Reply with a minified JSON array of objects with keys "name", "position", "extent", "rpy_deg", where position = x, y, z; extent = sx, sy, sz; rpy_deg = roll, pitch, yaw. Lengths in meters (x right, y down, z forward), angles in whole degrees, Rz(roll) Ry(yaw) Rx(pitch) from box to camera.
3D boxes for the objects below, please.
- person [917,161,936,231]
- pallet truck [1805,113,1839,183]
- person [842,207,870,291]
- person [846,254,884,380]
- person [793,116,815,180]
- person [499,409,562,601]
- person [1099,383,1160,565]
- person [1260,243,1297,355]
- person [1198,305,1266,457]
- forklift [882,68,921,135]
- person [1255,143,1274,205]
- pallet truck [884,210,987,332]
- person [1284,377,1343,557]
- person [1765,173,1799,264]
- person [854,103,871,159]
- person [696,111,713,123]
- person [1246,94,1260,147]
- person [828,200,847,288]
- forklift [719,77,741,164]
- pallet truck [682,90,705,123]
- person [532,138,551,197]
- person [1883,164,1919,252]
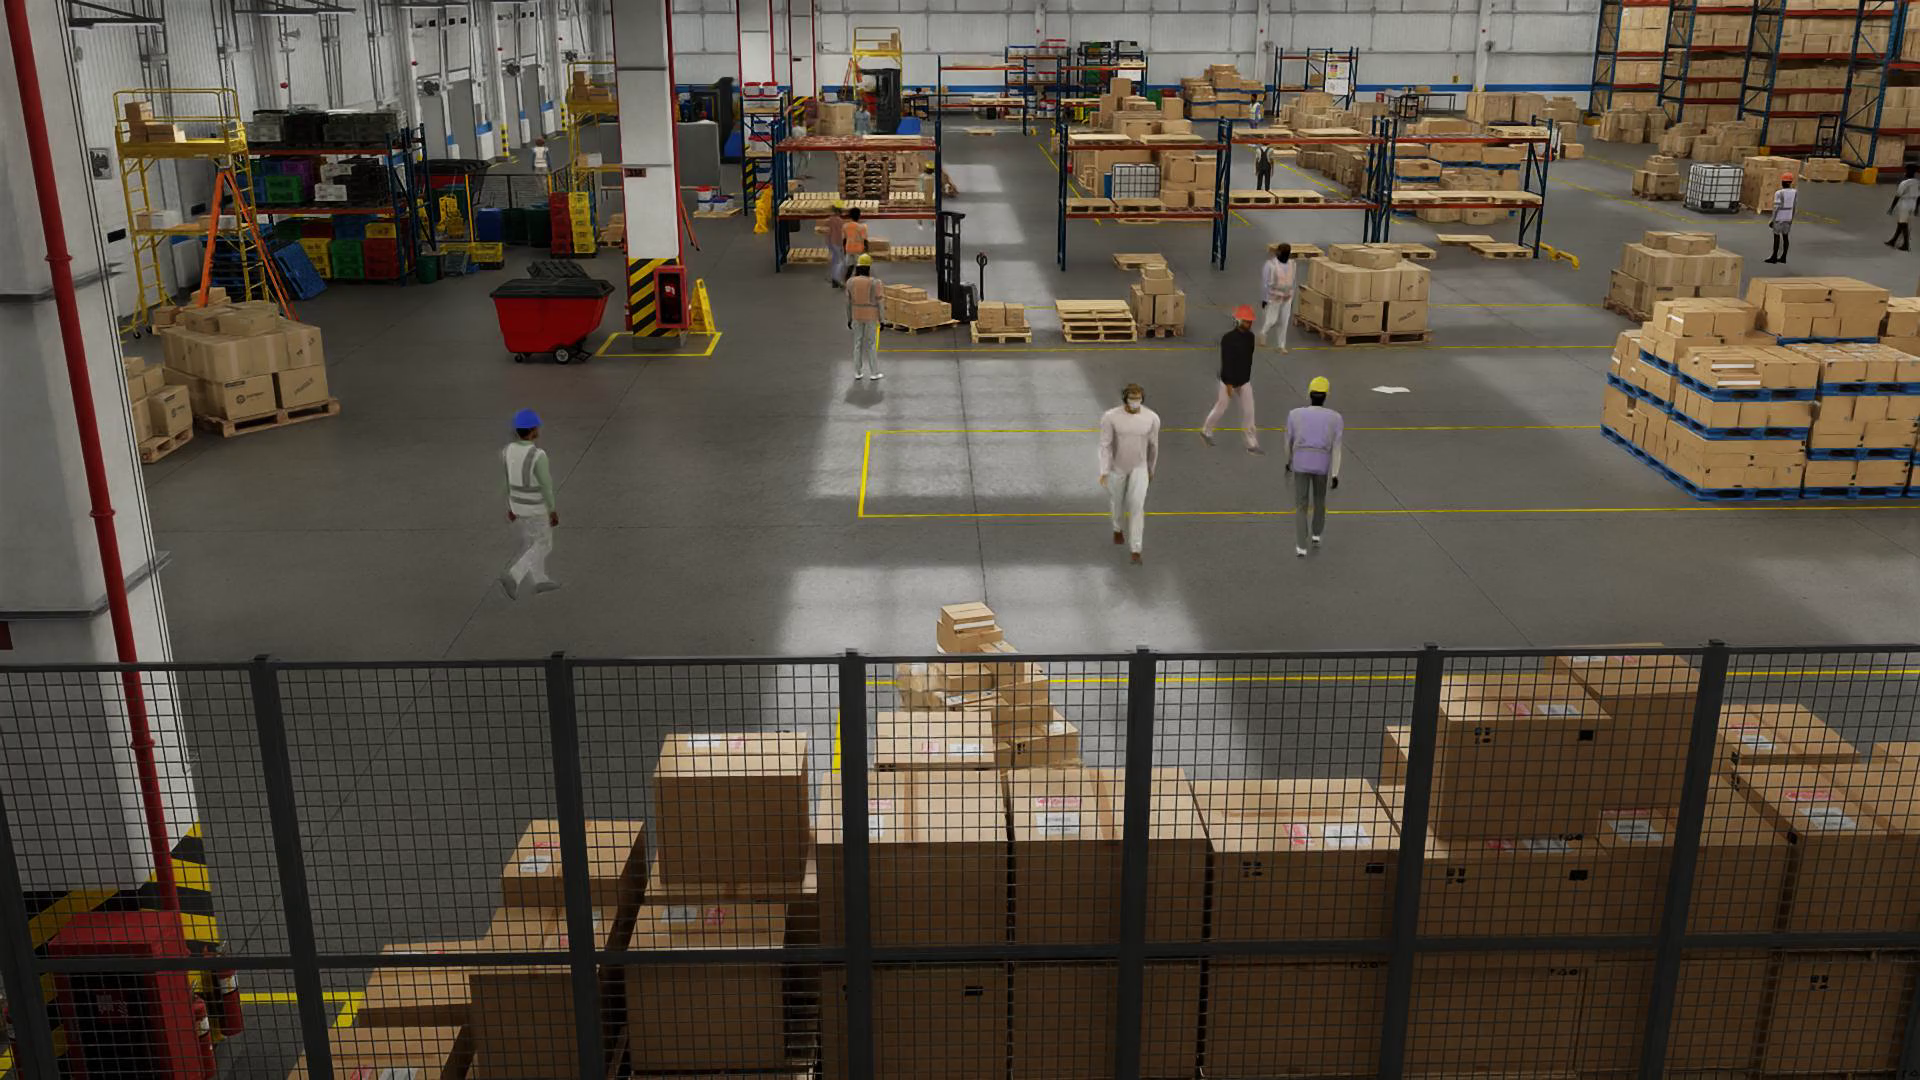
[{"name":"person","position":[-0.786,-8.398,40.619],"extent":[0.504,1.690,0.819],"rpy_deg":[-10,21,-27]},{"name":"pallet truck","position":[26.403,-11.957,50.702],"extent":[0.823,1.965,1.885],"rpy_deg":[6,19,16]},{"name":"person","position":[-2.041,-5.646,32.453],"extent":[0.547,1.688,0.338],"rpy_deg":[10,21,28]},{"name":"person","position":[-1.441,-3.406,25.446],"extent":[0.595,1.923,0.377],"rpy_deg":[4,19,13]},{"name":"person","position":[-4.768,-11.965,50.865],"extent":[0.741,1.916,0.633],"rpy_deg":[11,21,29]},{"name":"person","position":[-4.267,-0.325,16.309],"extent":[0.613,1.926,0.694],"rpy_deg":[17,25,40]},{"name":"person","position":[1.792,-0.761,17.673],"extent":[0.636,1.894,1.032],"rpy_deg":[1,19,4]},{"name":"person","position":[5.210,-3.962,27.247],"extent":[0.644,1.825,0.515],"rpy_deg":[-7,20,-19]},{"name":"person","position":[3.535,-2.091,21.525],"extent":[0.624,1.951,1.023],"rpy_deg":[-12,22,-33]},{"name":"forklift","position":[-2.449,-15.675,60.373],"extent":[1.873,2.768,1.129],"rpy_deg":[-10,21,-26]},{"name":"person","position":[8.303,-10.079,45.366],"extent":[0.508,1.846,0.345],"rpy_deg":[7,20,20]},{"name":"pallet truck","position":[-0.493,-4.759,29.349],"extent":[1.885,1.965,0.823],"rpy_deg":[-13,23,-34]},{"name":"person","position":[3.769,-0.815,17.842],"extent":[0.594,1.874,0.927],"rpy_deg":[3,19,9]},{"name":"person","position":[17.757,-6.950,35.939],"extent":[0.545,1.939,0.374],"rpy_deg":[-4,19,-11]},{"name":"person","position":[-3.360,-13.832,56.384],"extent":[0.662,1.913,0.772],"rpy_deg":[7,20,20]},{"name":"person","position":[-8.237,-12.935,53.818],"extent":[0.579,1.857,0.747],"rpy_deg":[-4,19,-11]},{"name":"person","position":[10.832,-15.440,61.178],"extent":[0.390,1.910,0.583],"rpy_deg":[-5,19,-16]},{"name":"person","position":[-2.429,-5.874,33.034],"extent":[0.359,1.757,0.524],"rpy_deg":[-15,24,-37]},{"name":"forklift","position":[-7.685,-13.877,55.039],"extent":[1.873,2.768,1.129],"rpy_deg":[-1,19,-1]},{"name":"pallet truck","position":[-9.671,-15.907,62.421],"extent":[0.823,1.965,1.885],"rpy_deg":[5,19,15]},{"name":"person","position":[-11.863,-10.564,47.146],"extent":[0.544,1.630,0.342],"rpy_deg":[3,19,9]},{"name":"person","position":[21.345,-7.548,37.714],"extent":[0.623,1.924,0.904],"rpy_deg":[-8,20,-23]}]
